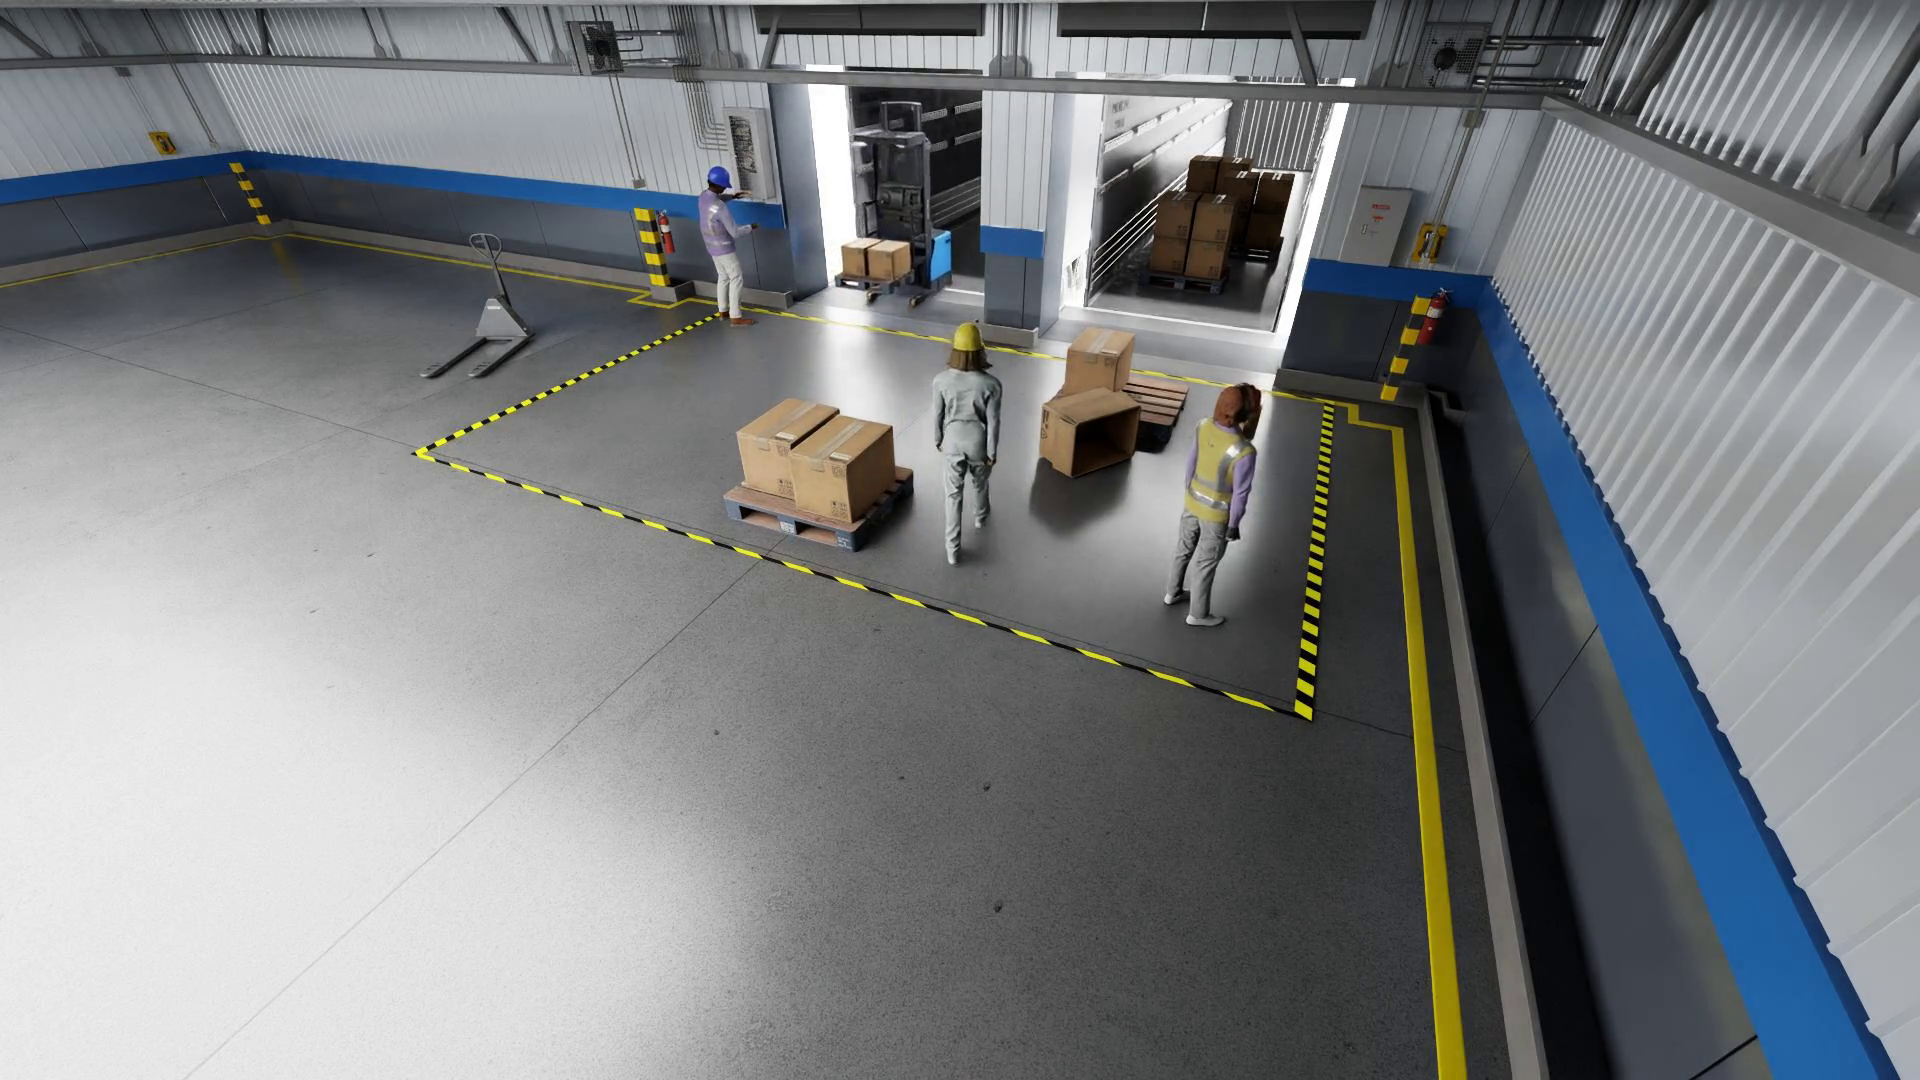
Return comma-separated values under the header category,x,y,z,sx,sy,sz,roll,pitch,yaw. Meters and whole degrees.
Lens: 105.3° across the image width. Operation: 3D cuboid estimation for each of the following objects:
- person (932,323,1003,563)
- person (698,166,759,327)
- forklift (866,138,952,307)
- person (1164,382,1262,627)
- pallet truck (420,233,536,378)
category,x,y,z,sx,sy,sz,roll,pitch,yaw
person,0.051,-0.706,5.212,0.496,1.696,0.811,6,36,8
person,-2.905,-3.736,9.313,0.721,1.881,0.807,-27,43,-32
forklift,-0.619,-4.567,10.341,0.716,2.013,0.776,15,38,20
person,1.550,-0.189,4.537,0.313,1.640,0.513,-12,37,-17
pallet truck,-5.664,-2.712,8.427,0.680,1.201,1.601,0,35,-1
